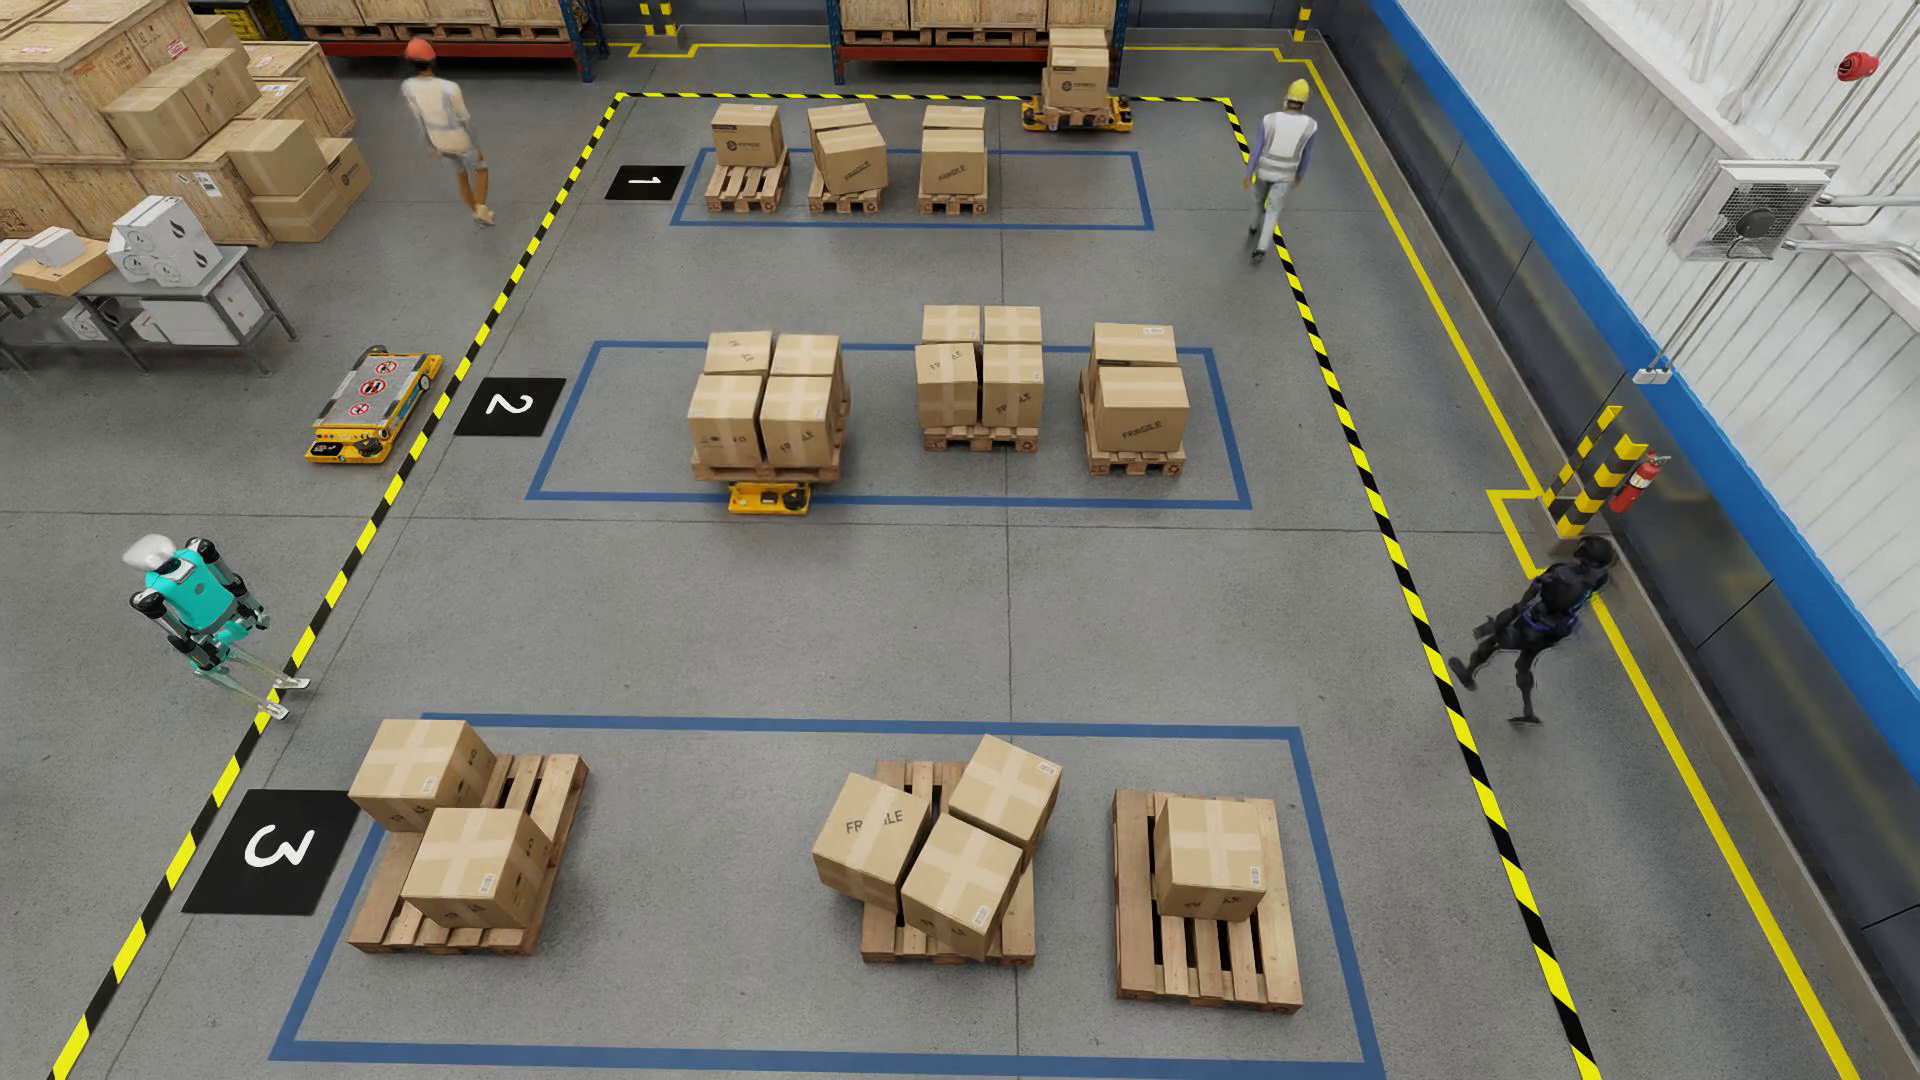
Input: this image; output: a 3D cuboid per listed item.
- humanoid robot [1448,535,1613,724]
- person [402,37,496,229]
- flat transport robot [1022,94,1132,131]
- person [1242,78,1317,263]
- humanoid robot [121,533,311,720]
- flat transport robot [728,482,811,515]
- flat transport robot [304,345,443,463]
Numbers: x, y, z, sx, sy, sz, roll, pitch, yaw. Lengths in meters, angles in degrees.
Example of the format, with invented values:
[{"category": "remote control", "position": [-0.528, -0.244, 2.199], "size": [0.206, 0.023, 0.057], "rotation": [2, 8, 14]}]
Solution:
[{"category": "humanoid robot", "position": [3.753, 0.604, 5.943], "size": [0.590, 1.640, 0.662], "rotation": [-8, 50, -7]}, {"category": "person", "position": [-5.444, -4.293, 9.853], "size": [0.610, 2.023, 0.496], "rotation": [0, 50, 0]}, {"category": "flat transport robot", "position": [1.543, -5.683, 12.157], "size": [1.431, 0.197, 0.652], "rotation": [1, 50, 1]}, {"category": "person", "position": [3.319, -3.851, 9.637], "size": [0.613, 1.786, 0.925], "rotation": [14, 51, 12]}, {"category": "humanoid robot", "position": [-4.849, 0.546, 5.855], "size": [0.735, 1.677, 0.533], "rotation": [9, 50, 8]}, {"category": "flat transport robot", "position": [-1.593, -0.811, 8.035], "size": [0.652, 0.197, 1.431], "rotation": [1, 50, 1]}, {"category": "flat transport robot", "position": [-5.383, -1.269, 8.441], "size": [0.659, 0.231, 1.431], "rotation": [1, 50, 1]}]
